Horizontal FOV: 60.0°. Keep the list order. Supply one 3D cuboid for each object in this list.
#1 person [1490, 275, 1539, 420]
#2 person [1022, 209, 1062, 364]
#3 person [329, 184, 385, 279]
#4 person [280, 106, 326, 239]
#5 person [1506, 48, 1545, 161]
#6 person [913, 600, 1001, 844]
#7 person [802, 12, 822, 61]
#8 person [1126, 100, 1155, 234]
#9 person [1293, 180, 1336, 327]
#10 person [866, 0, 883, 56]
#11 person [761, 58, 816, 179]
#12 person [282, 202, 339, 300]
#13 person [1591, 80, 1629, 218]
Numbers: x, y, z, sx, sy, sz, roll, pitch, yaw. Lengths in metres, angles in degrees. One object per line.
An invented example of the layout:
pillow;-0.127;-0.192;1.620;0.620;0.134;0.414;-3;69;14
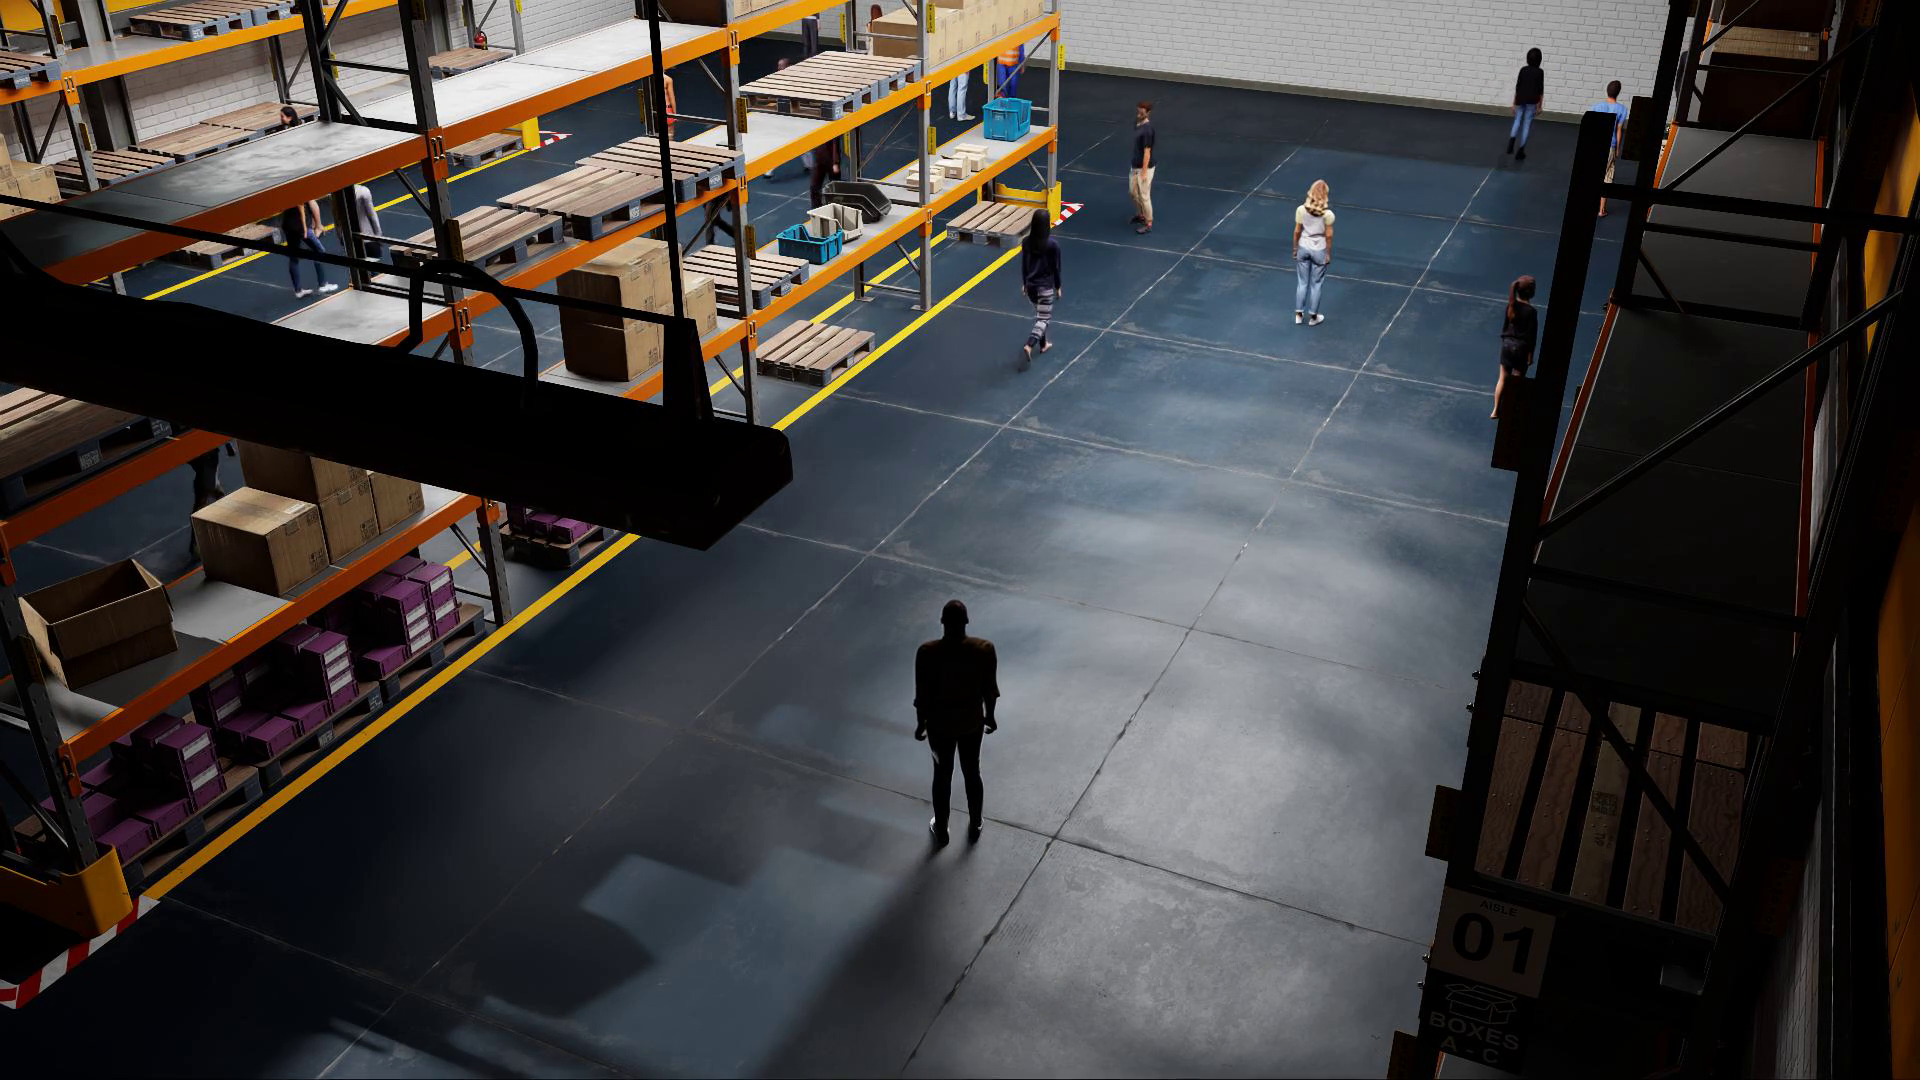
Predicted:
person;5.695;-1.955;17.034;0.668;1.554;0.634;-19;34;-31
person;0.859;-2.791;18.402;0.626;1.711;0.987;14;31;23
person;-7.144;-3.572;19.706;0.835;1.834;1.043;5;29;9
person;-8.812;-4.914;22.233;0.809;1.769;0.778;-17;33;-28
person;8.674;-6.661;25.517;0.639;1.692;0.674;20;34;32
person;-0.029;1.197;10.972;0.807;1.825;0.798;-4;29;-8
person;-2.769;-9.540;30.704;0.624;1.780;0.584;21;35;33
person;2.494;-5.028;22.397;0.880;1.813;0.833;-5;29;-9
person;4.114;-3.349;19.414;0.636;1.723;0.552;15;32;25
person;-1.414;-8.295;28.488;0.578;1.715;0.536;12;31;21
person;-2.483;-6.248;24.722;1.212;1.729;1.021;-17;33;-28
person;-8.092;-3.745;20.161;0.585;1.703;0.720;14;31;23
person;8.927;-5.438;23.095;0.640;1.864;0.557;11;31;20
